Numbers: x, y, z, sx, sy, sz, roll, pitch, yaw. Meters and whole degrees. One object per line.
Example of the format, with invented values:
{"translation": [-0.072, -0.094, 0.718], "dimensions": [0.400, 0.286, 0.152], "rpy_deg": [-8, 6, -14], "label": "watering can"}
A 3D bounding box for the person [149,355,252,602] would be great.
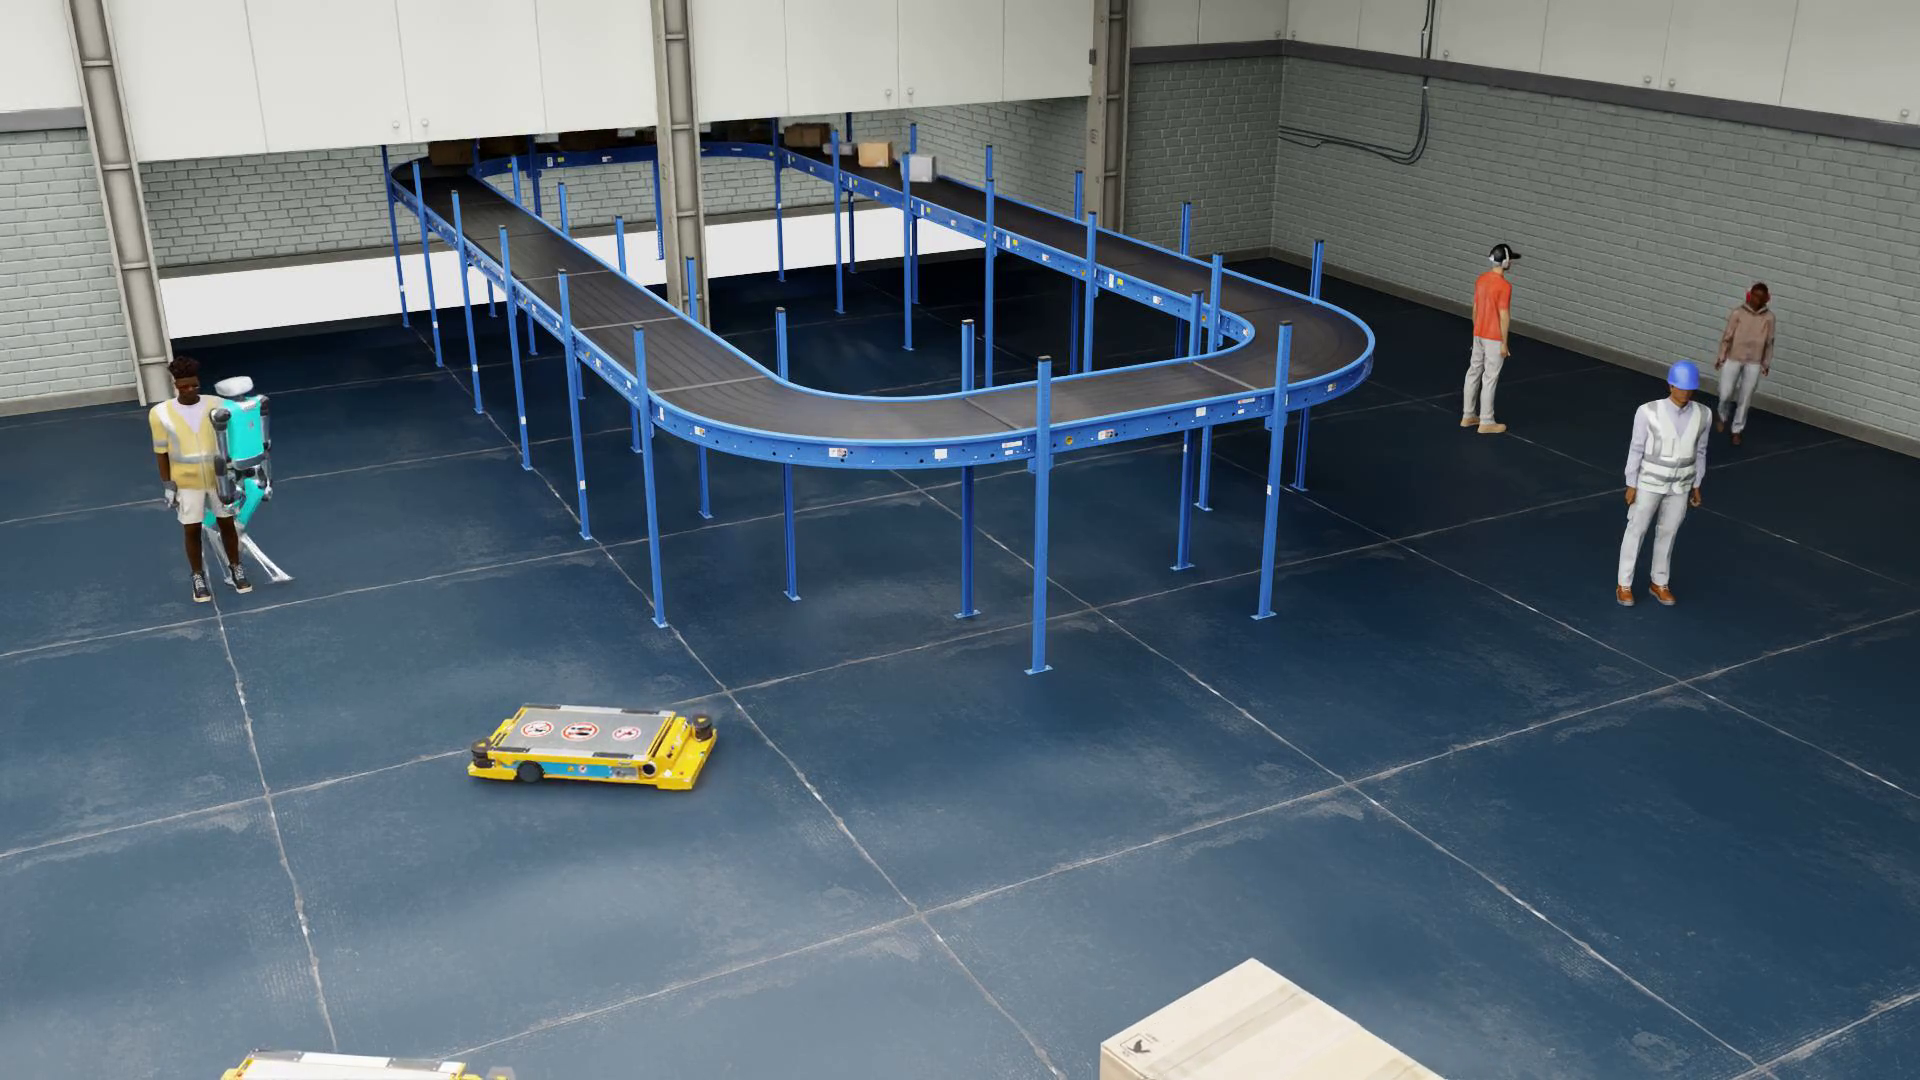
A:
{"translation": [-5.833, -0.476, 12.813], "dimensions": [0.601, 1.957, 0.372], "rpy_deg": [-13, 25, -29], "label": "person"}

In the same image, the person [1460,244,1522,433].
{"translation": [5.345, -2.028, 16.702], "dimensions": [0.398, 1.912, 0.475], "rpy_deg": [-10, 24, -22], "label": "person"}

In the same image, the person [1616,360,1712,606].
{"translation": [5.378, -0.433, 12.709], "dimensions": [0.601, 1.948, 0.386], "rpy_deg": [-1, 22, -2], "label": "person"}

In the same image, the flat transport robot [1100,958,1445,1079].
{"translation": [1.349, 2.775, 7.016], "dimensions": [1.431, 0.231, 0.659], "rpy_deg": [-17, 27, -36], "label": "flat transport robot"}

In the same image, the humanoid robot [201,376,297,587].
{"translation": [-5.694, -0.439, 12.992], "dimensions": [0.873, 1.751, 0.532], "rpy_deg": [9, 24, 21], "label": "humanoid robot"}

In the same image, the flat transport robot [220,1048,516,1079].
{"translation": [-2.753, 2.608, 7.428], "dimensions": [1.431, 0.231, 0.659], "rpy_deg": [2, 22, 5], "label": "flat transport robot"}

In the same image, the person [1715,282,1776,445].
{"translation": [7.690, -1.730, 16.312], "dimensions": [0.504, 1.640, 0.384], "rpy_deg": [7, 23, 16], "label": "person"}

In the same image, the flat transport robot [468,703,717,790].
{"translation": [-2.332, 1.319, 10.615], "dimensions": [1.431, 0.231, 0.659], "rpy_deg": [2, 22, 6], "label": "flat transport robot"}
